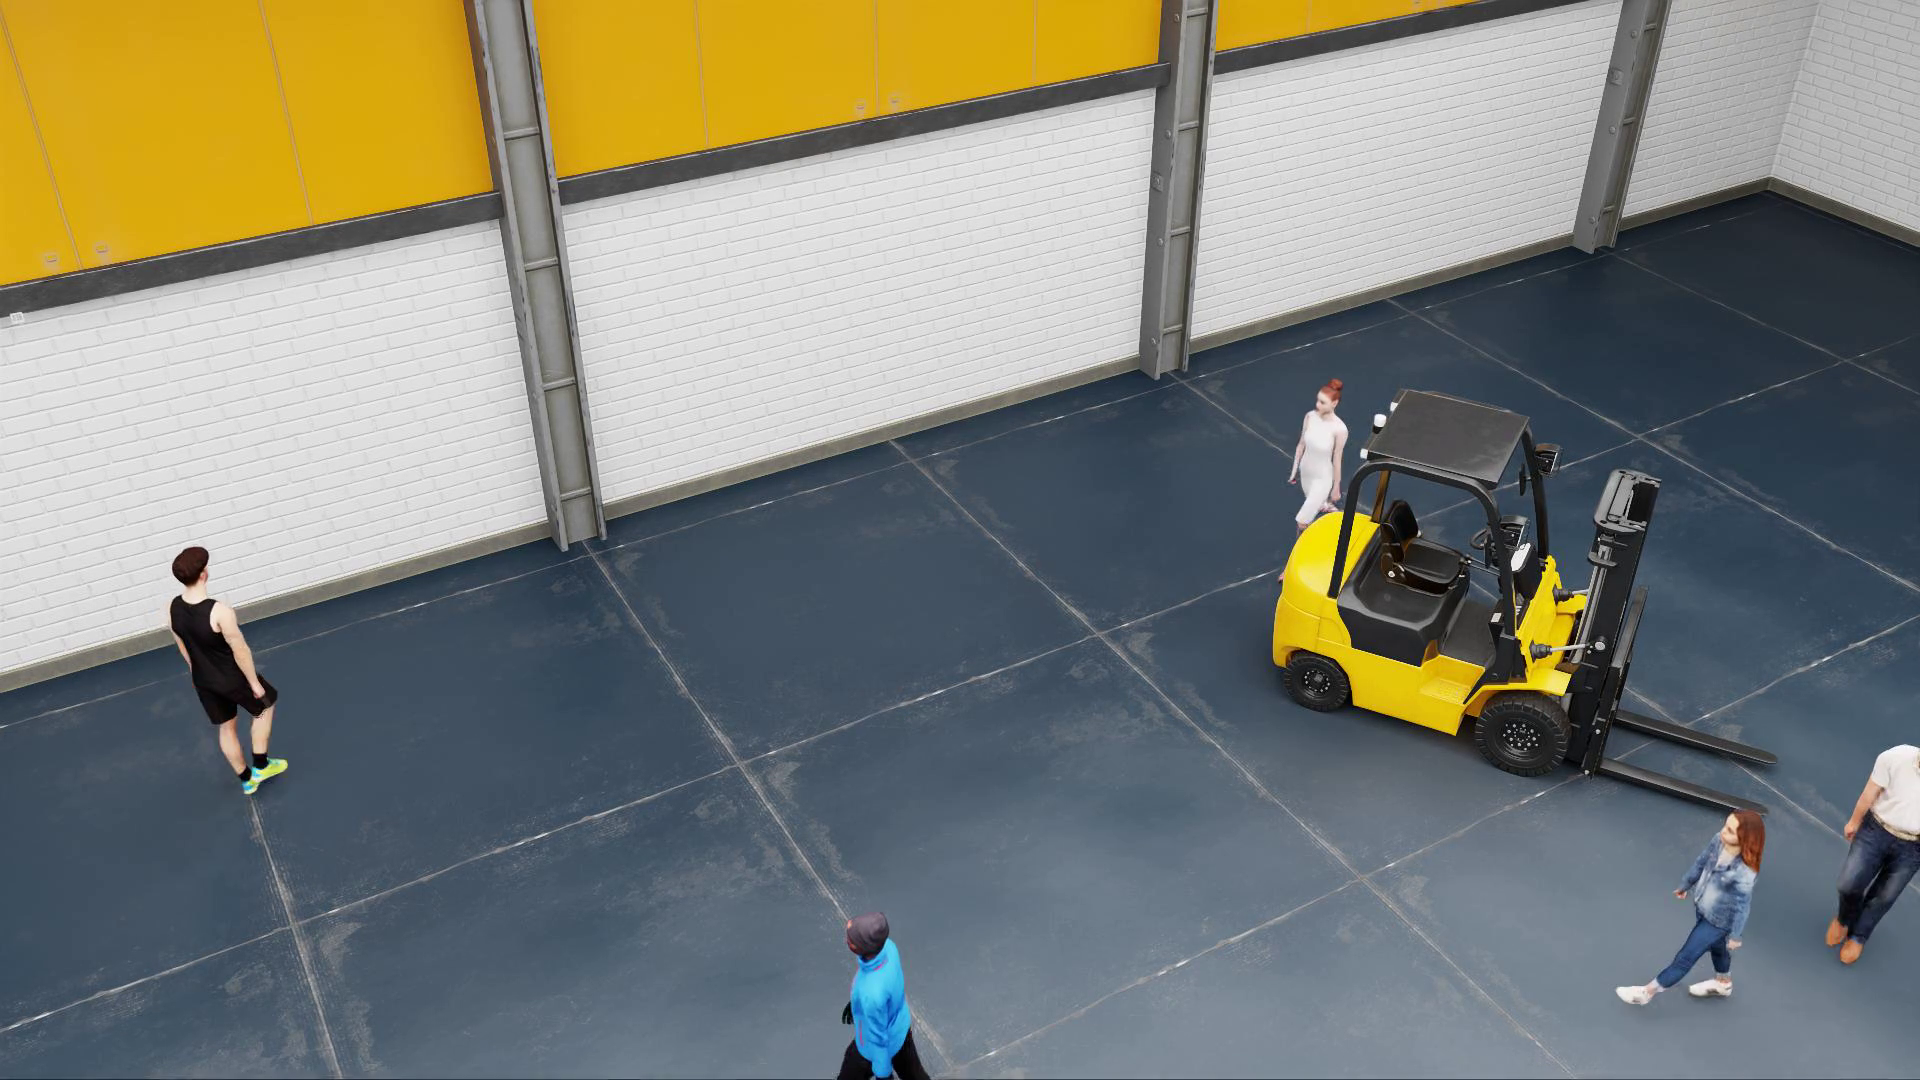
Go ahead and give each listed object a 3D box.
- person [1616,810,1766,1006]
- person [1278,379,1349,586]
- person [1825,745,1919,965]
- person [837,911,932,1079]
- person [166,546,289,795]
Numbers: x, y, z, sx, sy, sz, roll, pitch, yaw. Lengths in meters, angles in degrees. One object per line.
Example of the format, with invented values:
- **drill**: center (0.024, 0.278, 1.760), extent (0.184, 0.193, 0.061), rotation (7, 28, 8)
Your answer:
- **person**: center (4.348, 2.104, 9.407), extent (1.056, 1.446, 0.883), rotation (-1, 34, -1)
- **person**: center (2.874, -0.477, 13.003), extent (1.100, 1.763, 0.630), rotation (-19, 38, -26)
- **person**: center (5.482, 1.684, 9.682), extent (0.798, 1.842, 0.793), rotation (24, 40, 31)
- **person**: center (-0.305, 2.552, 8.465), extent (1.227, 1.743, 1.112), rotation (6, 34, 8)
- **person**: center (-4.819, 0.924, 10.787), extent (0.783, 1.884, 0.868), rotation (5, 34, 8)
